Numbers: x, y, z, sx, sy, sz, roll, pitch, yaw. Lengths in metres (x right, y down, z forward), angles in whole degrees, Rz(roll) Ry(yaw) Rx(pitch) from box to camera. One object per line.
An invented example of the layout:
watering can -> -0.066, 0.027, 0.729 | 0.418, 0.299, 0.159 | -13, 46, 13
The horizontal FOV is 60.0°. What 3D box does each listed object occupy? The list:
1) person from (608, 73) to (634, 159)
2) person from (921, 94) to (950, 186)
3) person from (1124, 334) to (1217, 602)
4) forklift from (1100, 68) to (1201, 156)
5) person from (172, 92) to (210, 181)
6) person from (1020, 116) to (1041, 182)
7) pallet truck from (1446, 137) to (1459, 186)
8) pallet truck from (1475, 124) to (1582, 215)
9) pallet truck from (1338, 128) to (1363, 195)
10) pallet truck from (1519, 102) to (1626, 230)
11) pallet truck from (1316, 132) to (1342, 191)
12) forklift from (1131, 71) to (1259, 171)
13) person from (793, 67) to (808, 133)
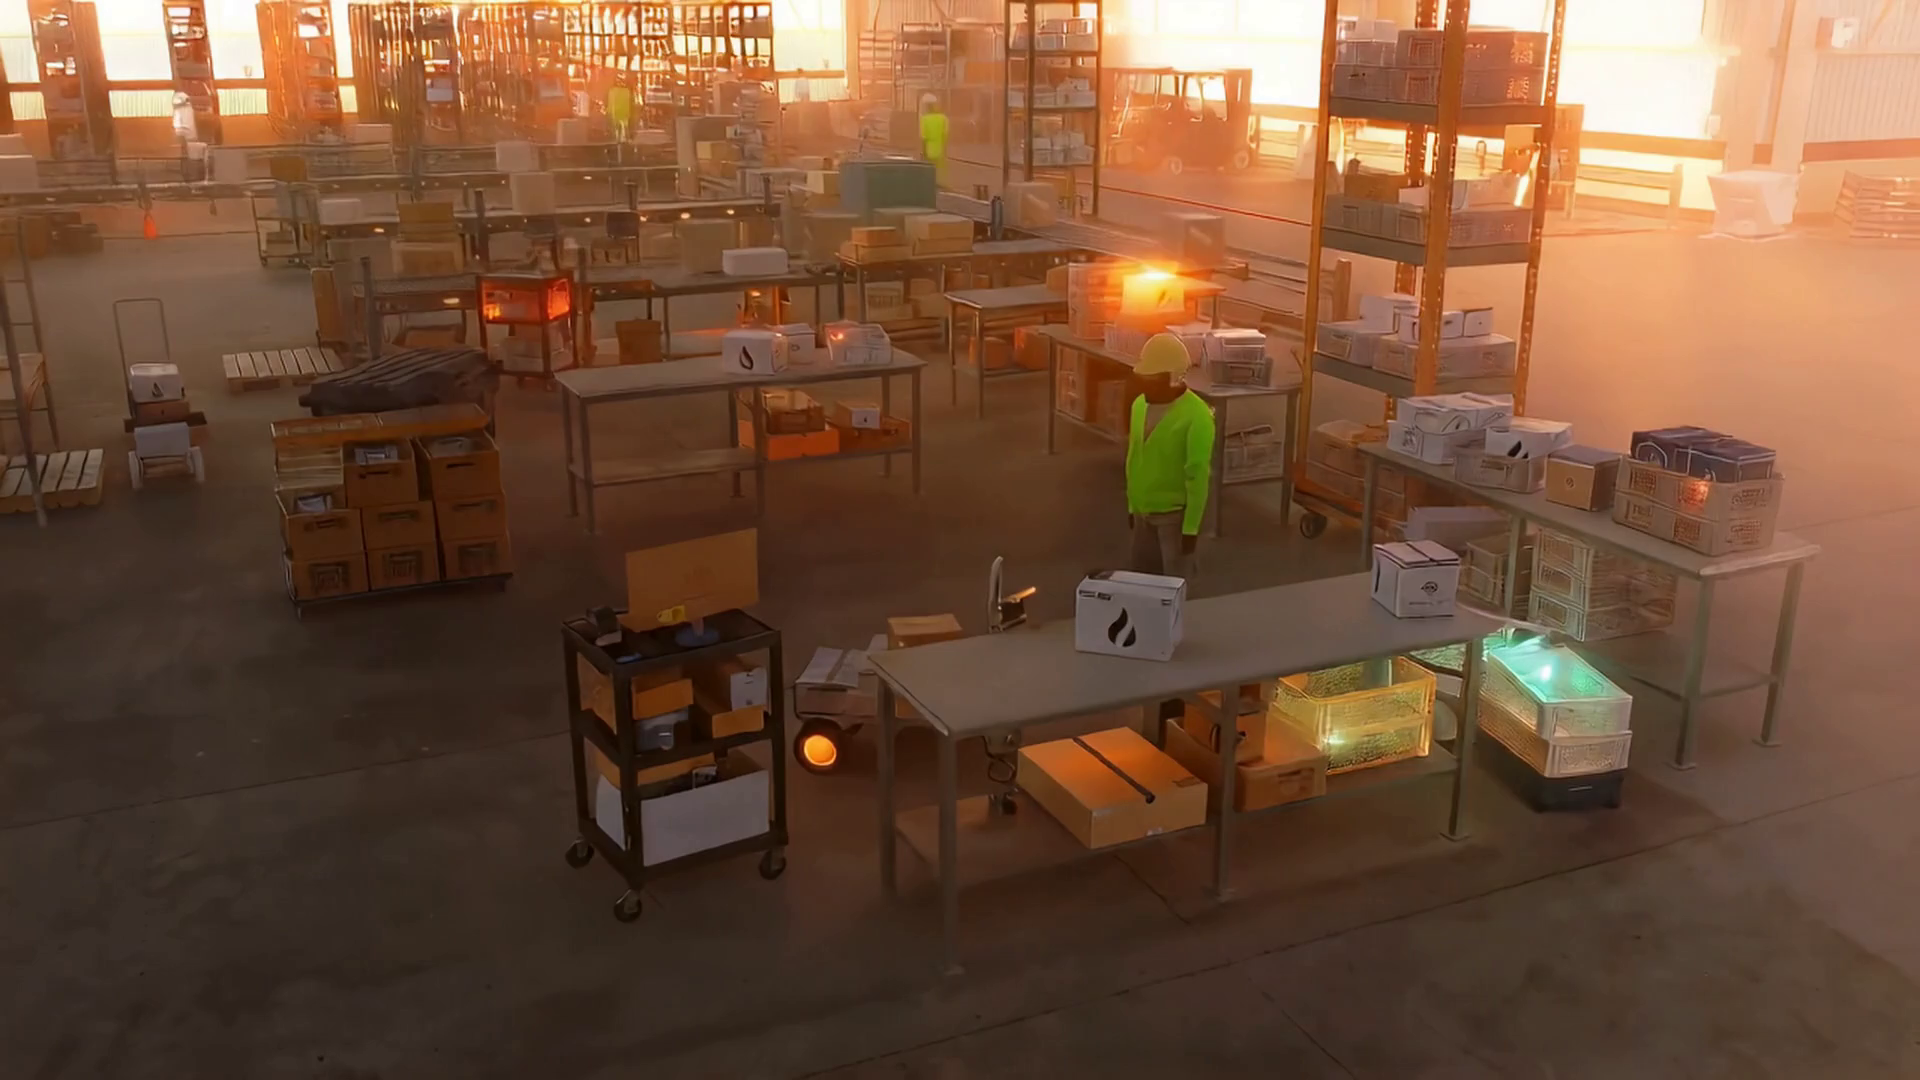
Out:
person -> -8.089, -10.123, 39.687 | 0.631, 1.972, 0.798 | -8, 19, -24
person -> -0.416, -6.770, 29.116 | 0.620, 2.007, 1.046 | -11, 21, -31
person -> 1.043, -0.157, 8.555 | 0.404, 1.824, 0.586 | -11, 21, -30
forklift -> 4.082, -9.564, 37.410 | 2.680, 1.987, 1.157 | -8, 19, -23
person -> -15.890, -8.321, 34.289 | 0.697, 1.808, 0.600 | -15, 23, -39
person -> 1.264, -7.042, 30.355 | 0.362, 1.757, 0.541 | 12, 21, 34
pallet truck -> 9.184, -6.485, 29.328 | 1.630, 1.274, 0.653 | -8, 19, -23
pallet truck -> 9.707, -6.455, 28.103 | 1.885, 1.965, 0.823 | -7, 19, -20
pallet truck -> 7.845, -7.140, 31.411 | 1.522, 1.261, 0.704 | -9, 20, -25
pallet truck -> 9.972, -6.037, 26.785 | 1.885, 1.965, 0.823 | -9, 20, -25
pallet truck -> 7.723, -7.504, 32.656 | 1.601, 1.201, 0.680 | -8, 19, -23
forklift -> 4.998, -8.936, 35.413 | 2.680, 1.987, 1.157 | -9, 20, -25
person -> -4.595, -12.715, 48.068 | 0.372, 1.843, 0.571 | 13, 22, 35
